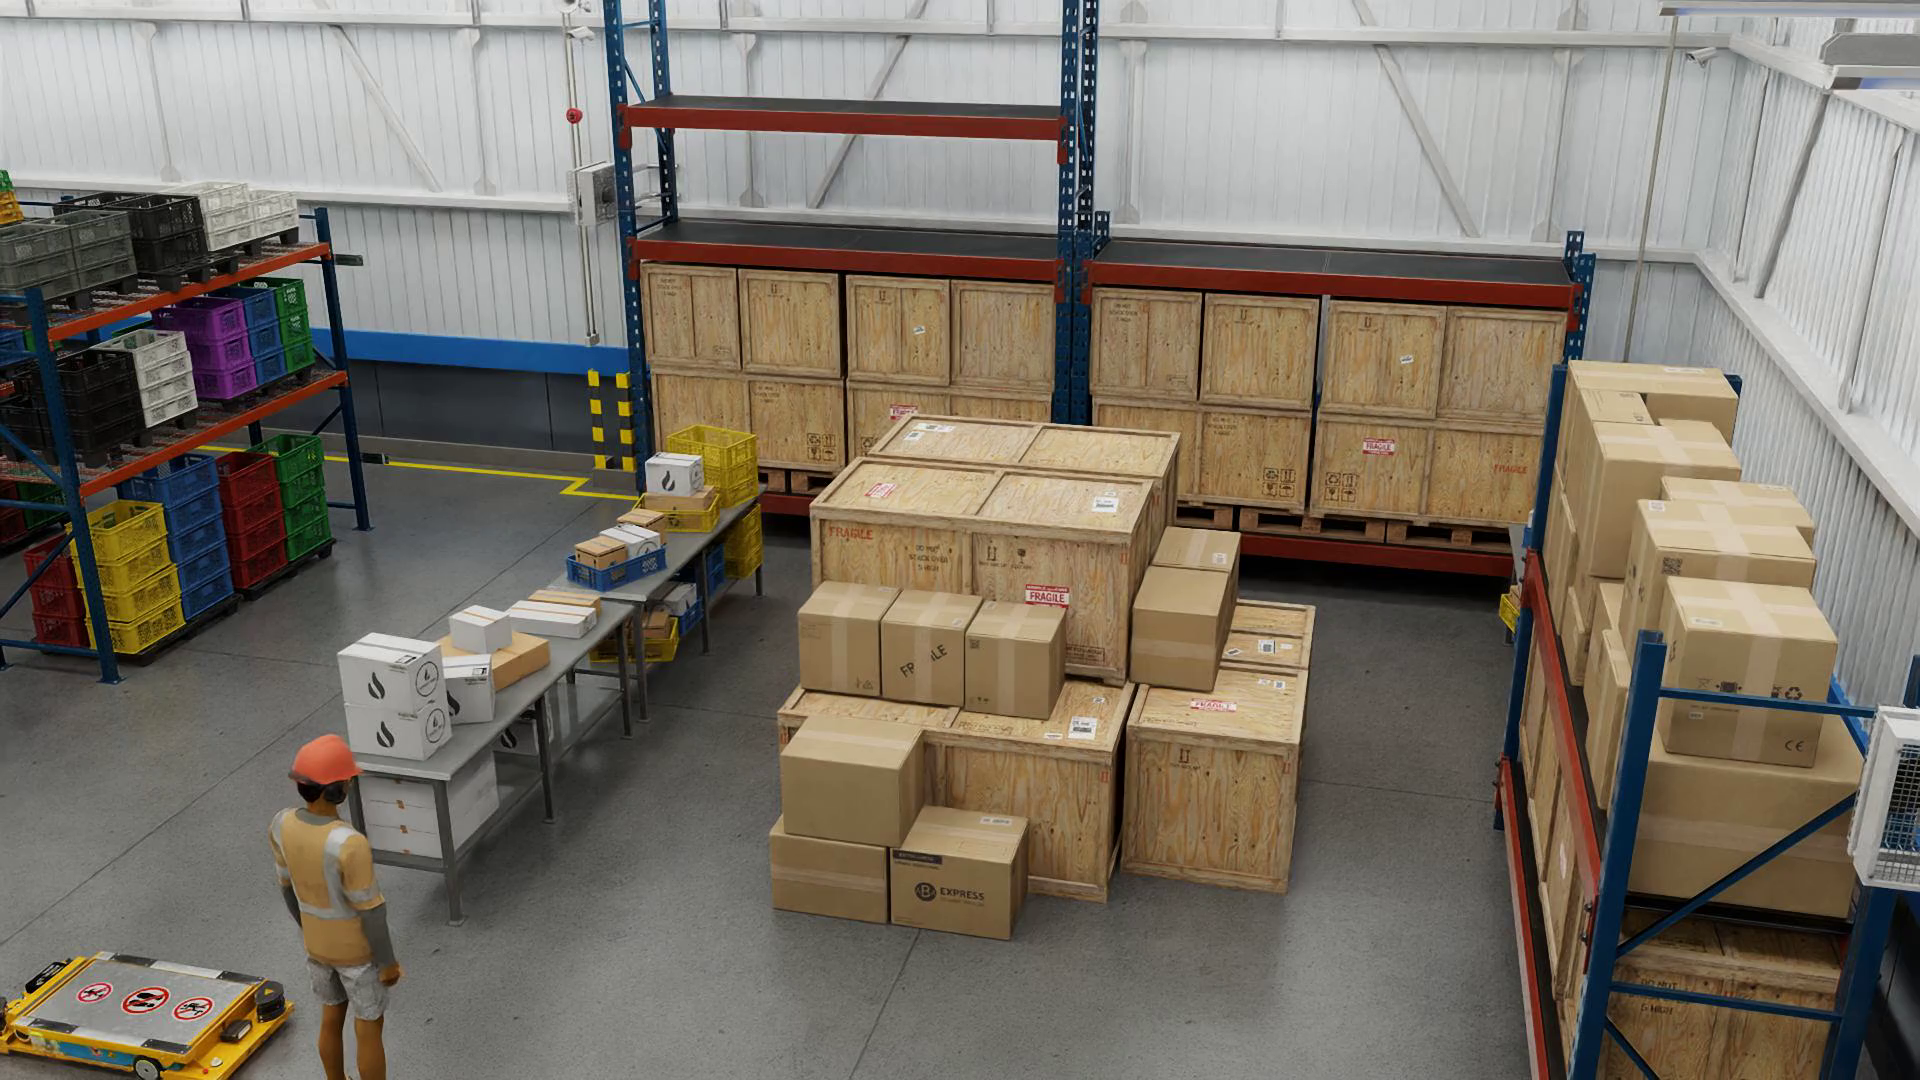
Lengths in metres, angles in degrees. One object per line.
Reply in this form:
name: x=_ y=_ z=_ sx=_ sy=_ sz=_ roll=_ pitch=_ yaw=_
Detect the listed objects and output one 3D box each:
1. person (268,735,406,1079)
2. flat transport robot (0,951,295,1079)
person: x=-2.847 y=1.847 z=7.736 sx=0.605 sy=2.040 sz=0.384 roll=12 pitch=24 yaw=28
flat transport robot: x=-4.270 y=2.464 z=8.601 sx=1.431 sy=0.231 sz=0.659 roll=5 pitch=22 yaw=13
